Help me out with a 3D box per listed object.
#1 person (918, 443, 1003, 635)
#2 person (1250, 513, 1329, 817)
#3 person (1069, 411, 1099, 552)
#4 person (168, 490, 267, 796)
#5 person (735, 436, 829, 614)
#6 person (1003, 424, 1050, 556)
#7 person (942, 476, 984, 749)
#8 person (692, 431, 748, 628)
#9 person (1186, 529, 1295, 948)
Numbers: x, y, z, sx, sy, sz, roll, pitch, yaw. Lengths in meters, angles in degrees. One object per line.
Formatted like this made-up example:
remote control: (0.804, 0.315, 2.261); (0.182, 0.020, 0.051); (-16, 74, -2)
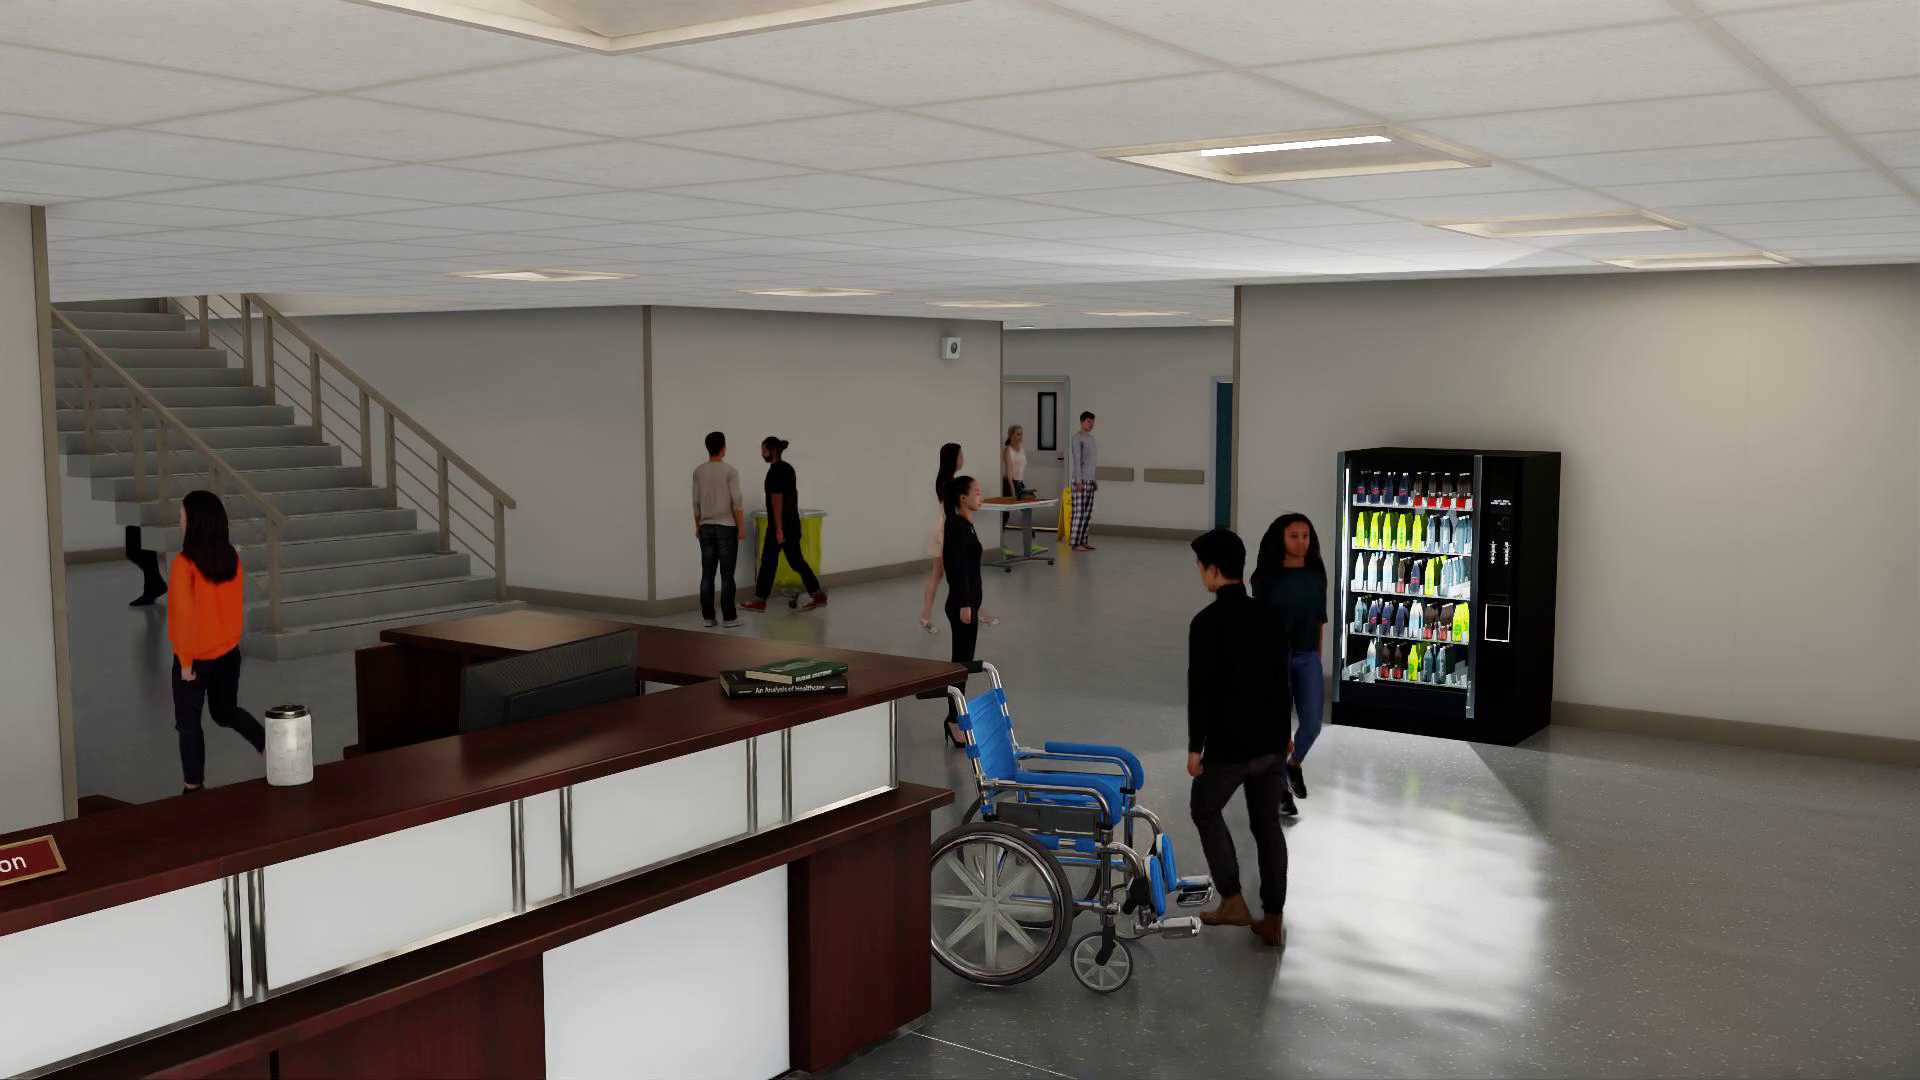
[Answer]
person: (-0.196, 0.019, 14.764); (1.058, 1.701, 0.978); (-1, 6, -7)
person: (1.734, 0.657, 8.911); (0.740, 1.604, 0.801); (-1, 6, -6)
person: (1.632, -0.789, 22.077); (0.524, 1.846, 0.621); (4, 7, 34)
person: (-3.862, 0.616, 8.709); (1.036, 1.726, 0.803); (2, 6, 16)
person: (-1.610, -0.106, 15.991); (1.231, 1.705, 0.926); (1, 6, 13)
person: (0.594, -0.621, 21.259); (1.032, 1.674, 0.703); (5, 8, 43)
person: (0.021, 0.441, 10.518); (0.654, 1.711, 0.646); (0, 6, 2)
person: (-2.246, -0.103, 15.427); (0.605, 1.811, 0.782); (2, 6, 16)
person: (1.174, 0.823, 6.782); (0.872, 1.699, 0.872); (-2, 6, -21)
